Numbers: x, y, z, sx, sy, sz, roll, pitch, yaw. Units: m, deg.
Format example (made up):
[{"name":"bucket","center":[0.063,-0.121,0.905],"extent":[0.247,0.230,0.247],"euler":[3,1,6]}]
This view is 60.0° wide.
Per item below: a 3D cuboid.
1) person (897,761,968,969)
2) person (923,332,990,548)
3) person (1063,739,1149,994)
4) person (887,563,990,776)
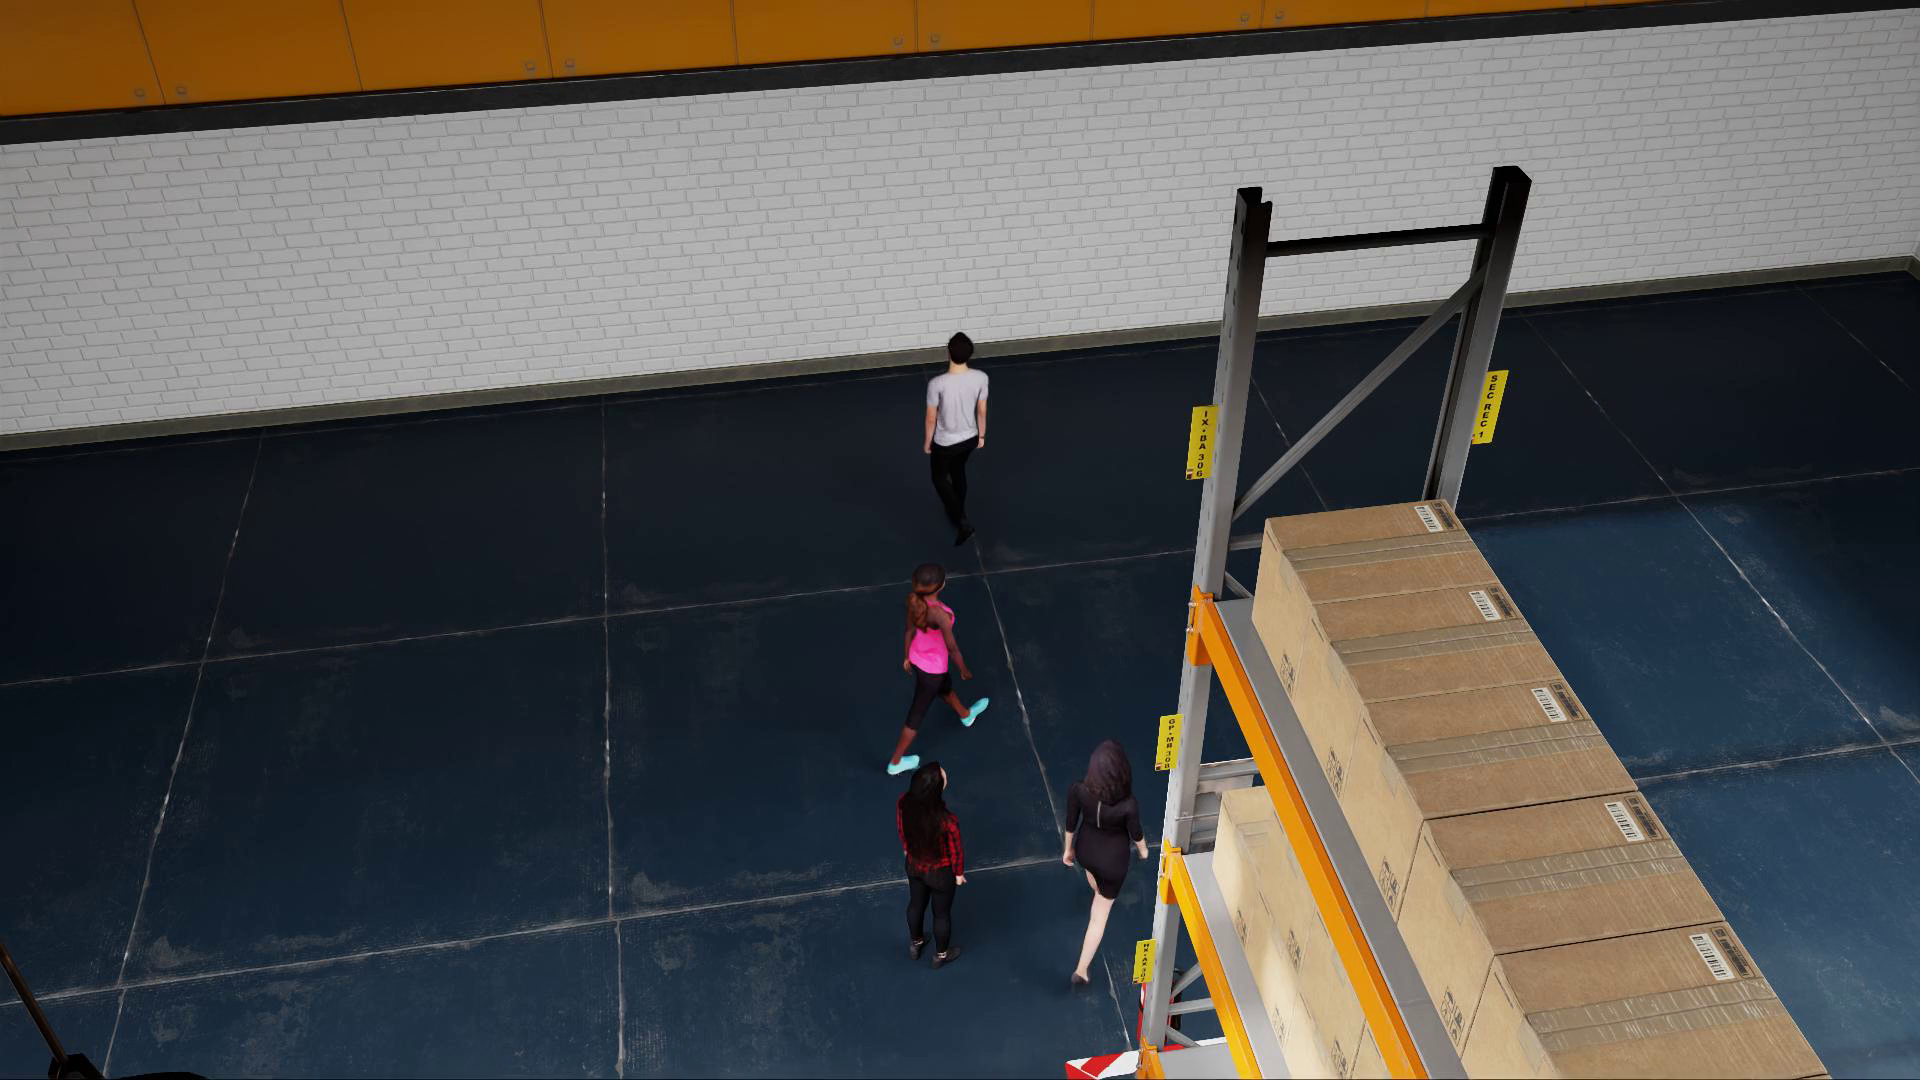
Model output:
[{"name":"person","center":[-0.179,1.951,9.928],"extent":[0.659,1.657,0.709],"euler":[21,43,25]},{"name":"person","center":[-0.017,-0.749,13.163],"extent":[0.819,1.840,1.022],"euler":[-15,41,-18]},{"name":"person","center":[0.801,1.971,9.825],"extent":[1.051,1.756,1.162],"euler":[20,43,23]},{"name":"person","center":[-0.281,0.911,11.227],"extent":[0.947,1.663,1.148],"euler":[-23,44,-26]}]
